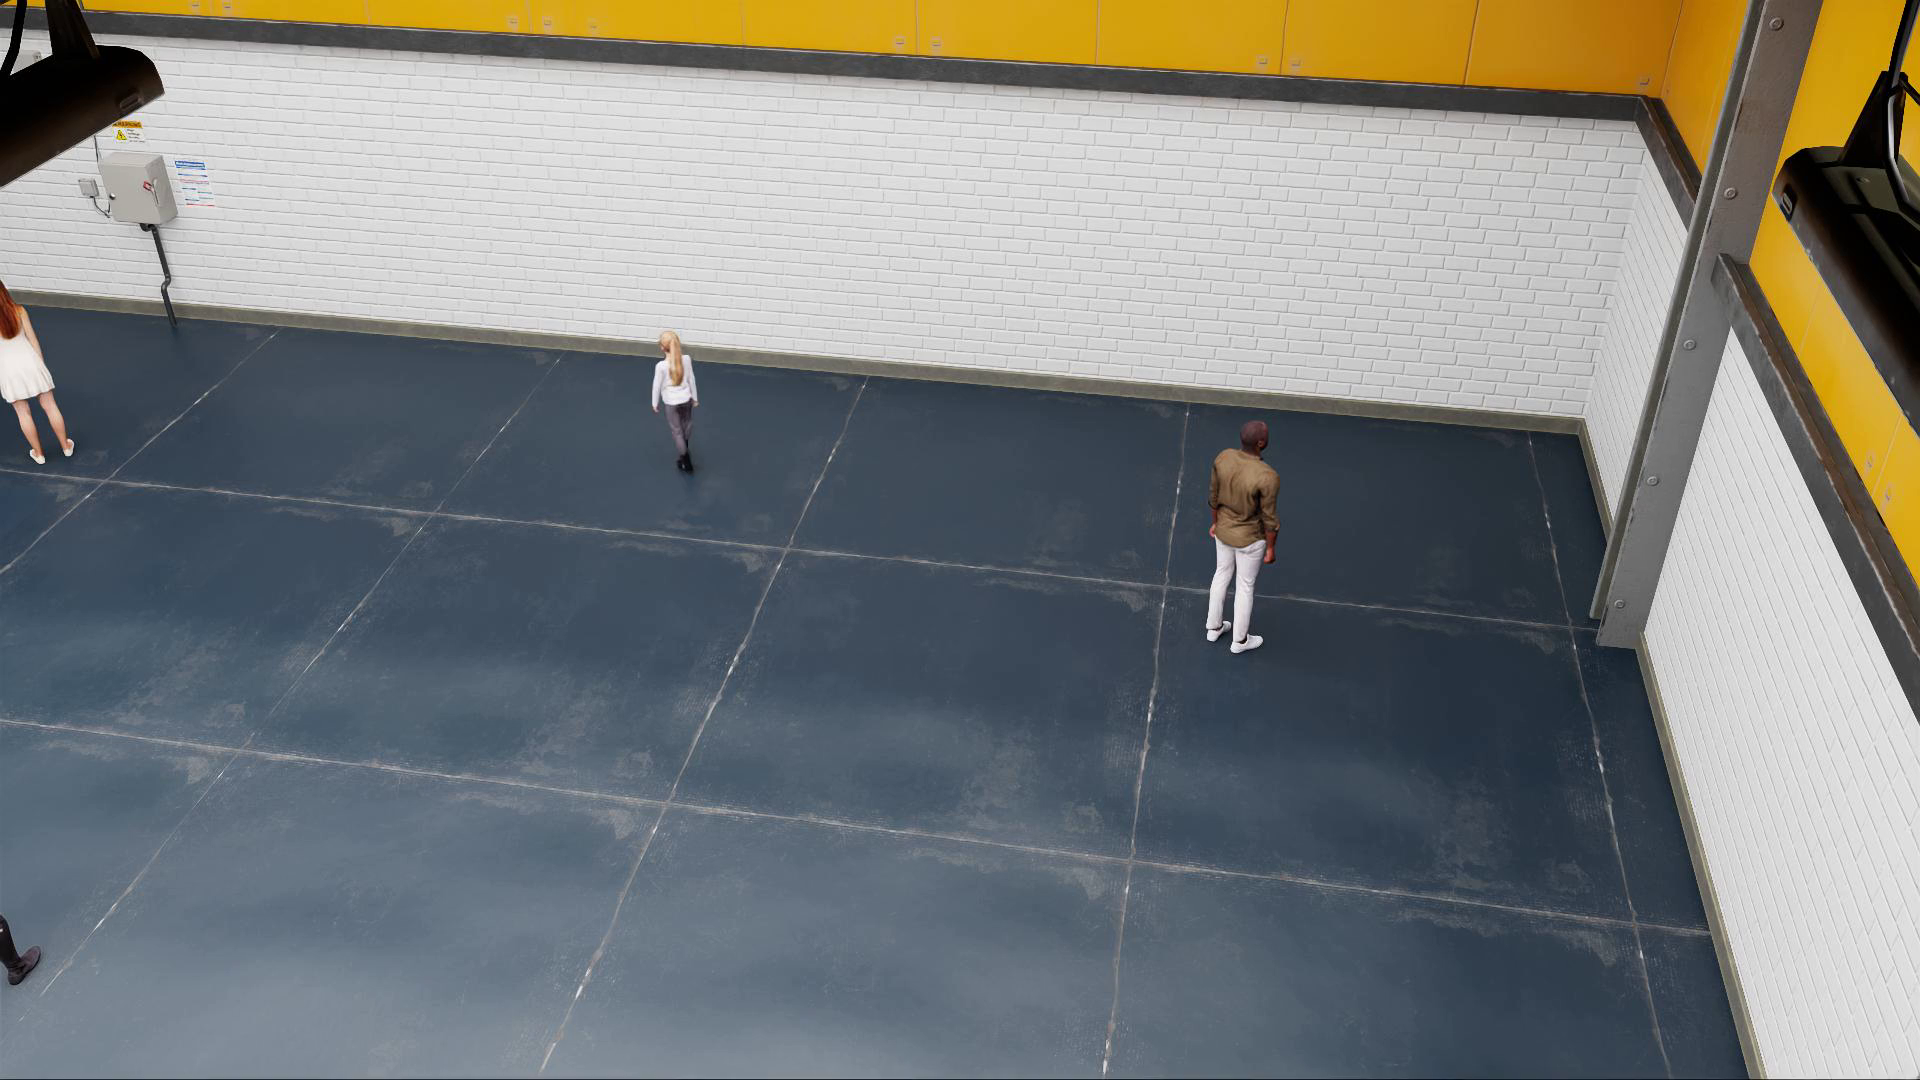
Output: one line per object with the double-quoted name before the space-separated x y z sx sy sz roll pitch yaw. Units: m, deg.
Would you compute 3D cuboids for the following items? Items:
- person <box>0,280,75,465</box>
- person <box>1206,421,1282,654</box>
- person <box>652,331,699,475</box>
"person" -7.877 -1.439 13.939 0.654 1.711 0.709 -20 38 -27
"person" 1.978 -0.032 11.719 0.805 1.825 0.796 -28 43 -35
"person" -2.336 -1.134 13.884 0.767 1.263 0.837 -19 38 -26
